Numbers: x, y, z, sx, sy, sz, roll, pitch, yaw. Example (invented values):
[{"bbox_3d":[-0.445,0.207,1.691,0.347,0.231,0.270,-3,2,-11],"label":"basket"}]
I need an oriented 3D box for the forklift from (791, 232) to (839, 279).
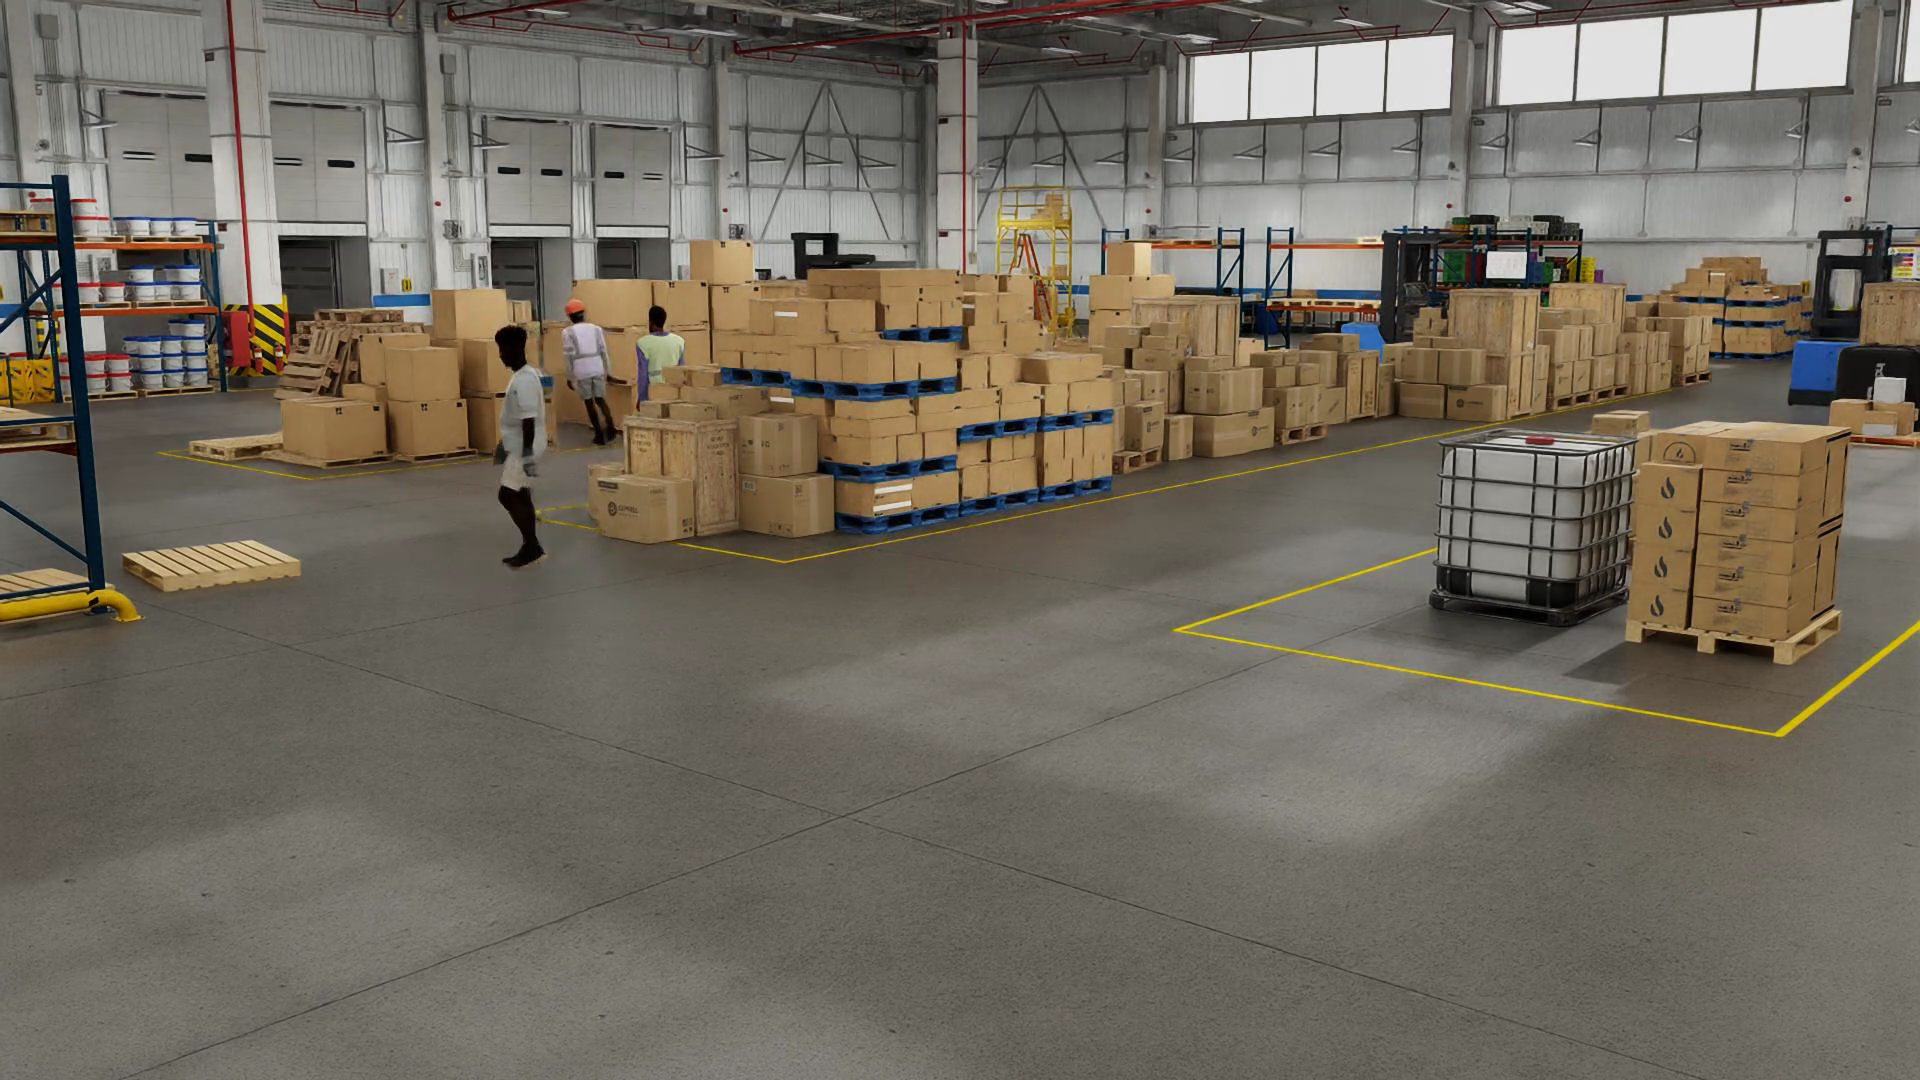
[{"bbox_3d":[-2.663,-4.270,30.705,1.873,2.768,1.129,8,13,40],"label":"forklift"}]

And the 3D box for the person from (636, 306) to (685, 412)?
[{"bbox_3d":[-3.272,-1.599,18.225,0.590,1.922,0.392,-9,13,-40],"label":"person"}]

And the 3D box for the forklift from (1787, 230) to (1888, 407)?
[{"bbox_3d":[14.146,-3.547,26.590,1.129,2.768,1.873,8,13,40],"label":"forklift"}]

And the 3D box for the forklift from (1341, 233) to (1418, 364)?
[{"bbox_3d":[8.358,-4.466,31.817,1.873,2.768,1.129,8,13,40],"label":"forklift"}]

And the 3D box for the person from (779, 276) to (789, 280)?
[{"bbox_3d":[-4.107,-5.105,38.194,0.637,1.916,0.557,8,13,39],"label":"person"}]

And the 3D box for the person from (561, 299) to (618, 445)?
[{"bbox_3d":[-4.830,-2.169,21.547,0.592,1.887,0.658,-8,12,-37],"label":"person"}]

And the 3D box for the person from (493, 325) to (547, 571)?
[{"bbox_3d":[-3.524,-0.732,13.201,0.474,1.945,0.621,-2,10,-12],"label":"person"}]

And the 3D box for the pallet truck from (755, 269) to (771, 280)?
[{"bbox_3d":[-4.996,-6.432,45.525,1.885,1.965,0.823,-6,12,-32],"label":"pallet truck"}]
